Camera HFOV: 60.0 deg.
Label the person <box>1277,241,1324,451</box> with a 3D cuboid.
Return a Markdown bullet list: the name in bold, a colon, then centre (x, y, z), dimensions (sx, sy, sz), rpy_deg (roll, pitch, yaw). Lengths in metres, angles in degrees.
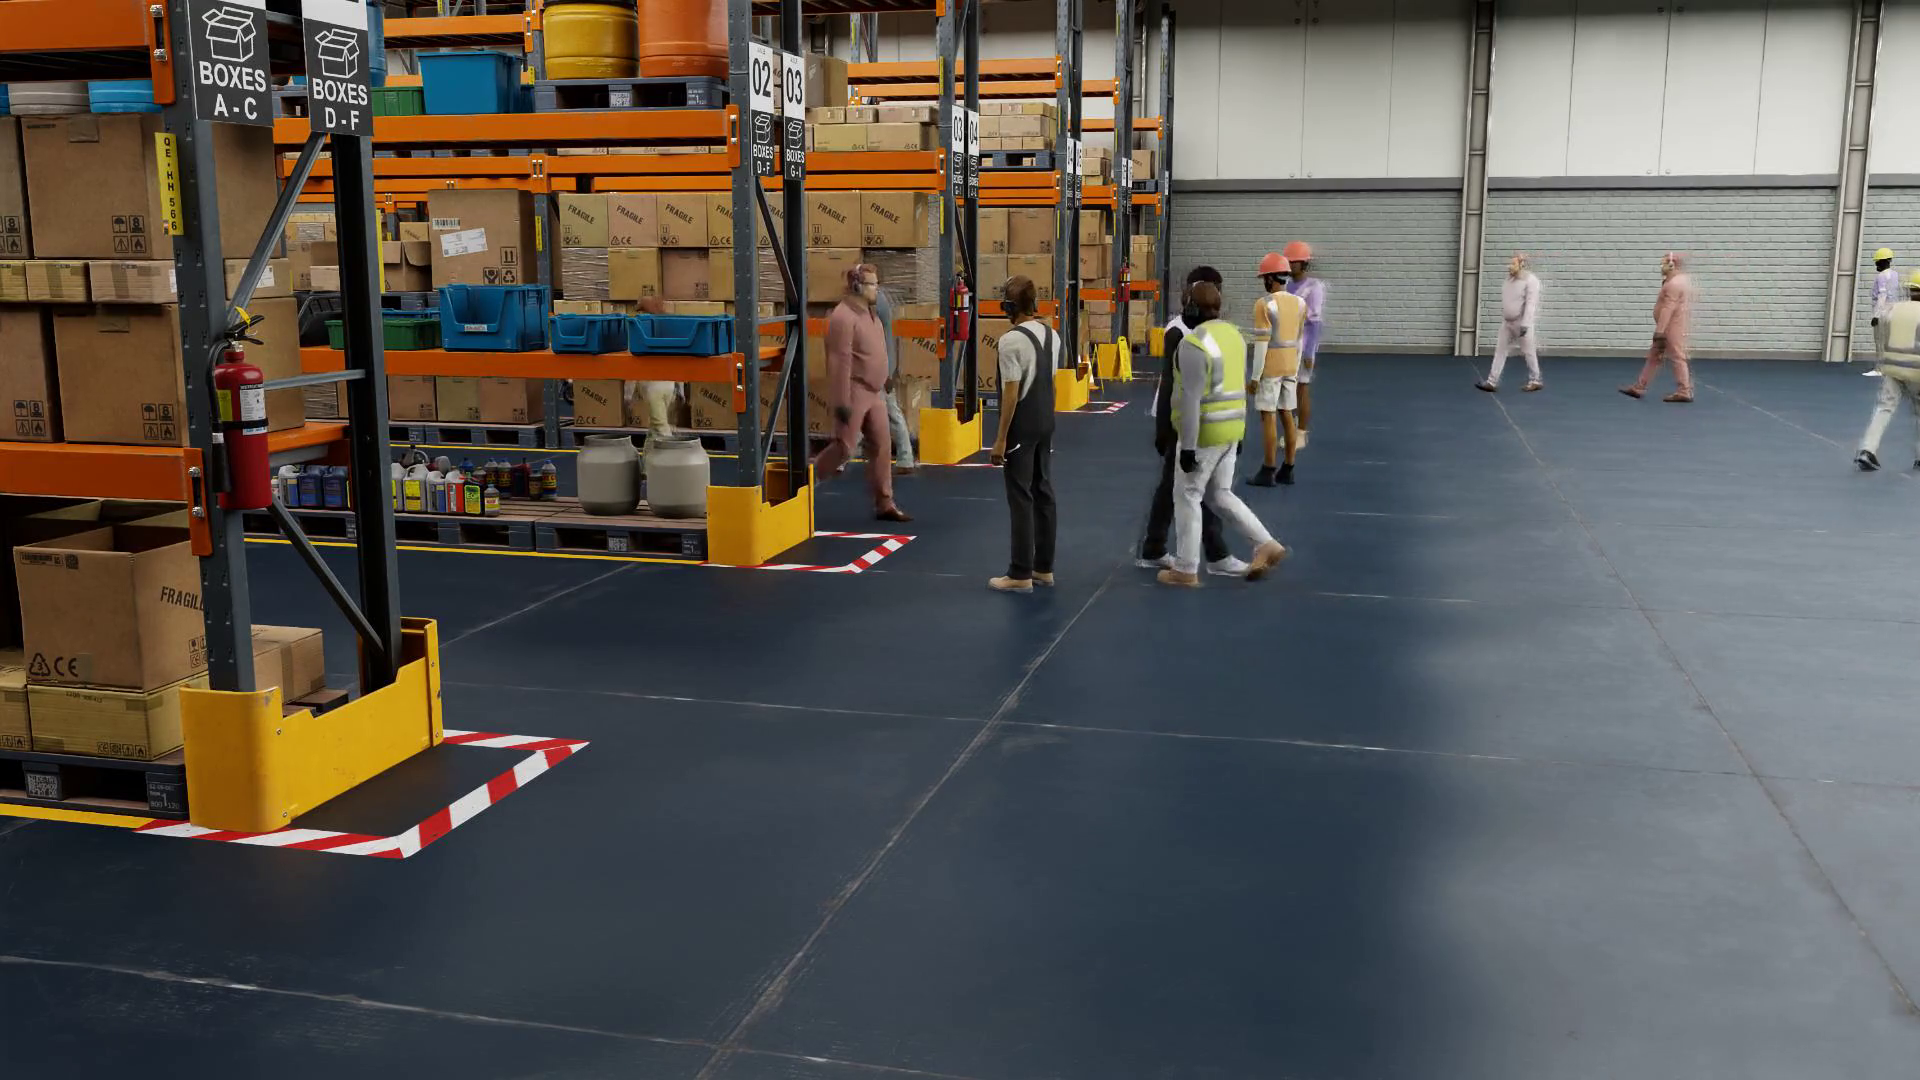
- **person**: centre (3.221, -1.861, 16.077), dimensions (0.429, 2.028, 0.645), rpy_deg (-5, 12, -27)

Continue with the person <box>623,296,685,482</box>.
- **person**: centre (-2.525, -1.220, 13.753), dimensions (0.874, 1.583, 0.526), rpy_deg (7, 12, 32)

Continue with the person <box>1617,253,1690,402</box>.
- **person**: centre (8.844, -2.681, 21.056), dimensions (0.933, 1.864, 0.679), rpy_deg (4, 11, 22)

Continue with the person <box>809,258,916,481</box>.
- **person**: centre (-0.843, -1.436, 14.117), dimensions (1.018, 1.881, 0.622), rpy_deg (-2, 10, -9)

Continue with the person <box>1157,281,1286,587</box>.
- **person**: centre (1.528, -0.600, 9.706), dimensions (0.684, 1.813, 0.668), rpy_deg (8, 13, 38)

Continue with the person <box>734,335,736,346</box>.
- **person**: centre (-2.618, -2.018, 18.008), dimensions (0.807, 1.645, 0.577), rpy_deg (1, 10, 8)

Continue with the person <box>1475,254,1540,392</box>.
- **person**: centre (7.464, -2.908, 22.359), dimensions (0.988, 1.856, 0.656), rpy_deg (-5, 11, -27)

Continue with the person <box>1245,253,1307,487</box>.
- **person**: centre (2.607, -1.406, 13.816), dimensions (0.542, 1.936, 0.362), rpy_deg (-7, 13, -36)

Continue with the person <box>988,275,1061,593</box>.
- **person**: centre (0.372, -0.609, 9.672), dimensions (0.344, 1.839, 0.505), rpy_deg (8, 13, 38)

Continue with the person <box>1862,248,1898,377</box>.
- **person**: centre (13.830, -3.414, 24.978), dimensions (0.385, 1.922, 0.594), rpy_deg (10, 14, 44)

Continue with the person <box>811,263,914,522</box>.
- **person**: centre (-0.806, -1.060, 12.069), dimensions (0.867, 1.884, 0.656), rpy_deg (4, 11, 21)

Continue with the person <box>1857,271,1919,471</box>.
- **person**: centre (8.378, -1.494, 14.720), dimensions (0.900, 1.798, 0.593), rpy_deg (-5, 11, -26)

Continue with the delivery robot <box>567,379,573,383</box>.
- **delivery robot**: centre (-4.510, -2.002, 20.688), dimensions (0.707, 0.478, 0.477), rpy_deg (3, 11, 14)

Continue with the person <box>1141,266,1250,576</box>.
- **person**: centre (1.508, -0.719, 10.166), dimensions (0.863, 1.876, 0.582), rpy_deg (4, 11, 22)
